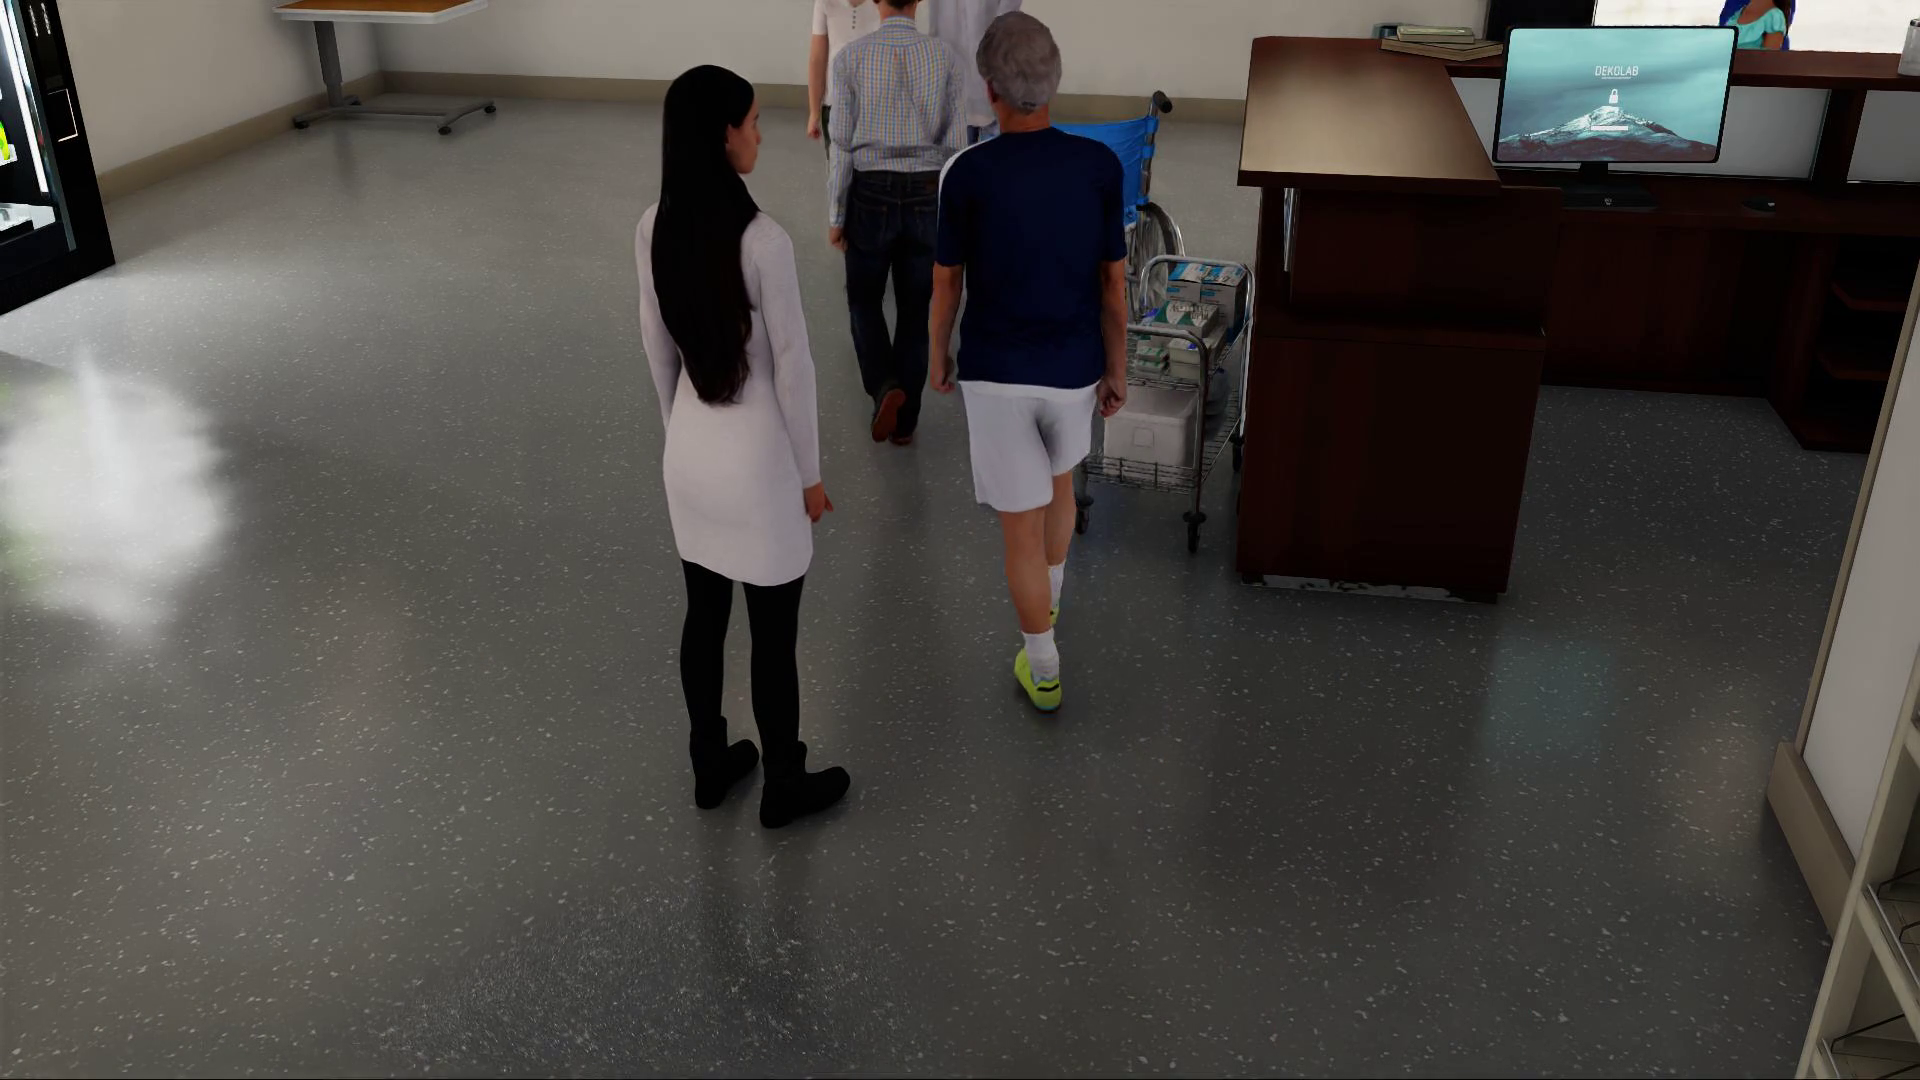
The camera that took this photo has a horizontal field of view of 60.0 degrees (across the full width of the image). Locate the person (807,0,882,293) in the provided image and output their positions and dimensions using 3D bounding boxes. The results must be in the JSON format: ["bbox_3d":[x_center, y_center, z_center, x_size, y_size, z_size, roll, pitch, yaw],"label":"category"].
[{"bbox_3d":[-0.489,-2.034,7.911,0.638,1.636,1.024,1,26,3],"label":"person"}]

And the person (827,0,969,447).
[{"bbox_3d":[-0.221,-1.154,5.894,0.788,1.803,0.948,-2,26,-4],"label":"person"}]

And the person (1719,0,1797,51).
[{"bbox_3d":[4.521,-2.960,9.630,0.936,1.810,0.842,-11,28,-22],"label":"person"}]

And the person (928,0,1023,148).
[{"bbox_3d":[0.042,-2.100,7.839,0.952,1.818,1.181,16,30,30],"label":"person"}]

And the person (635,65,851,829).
[{"bbox_3d":[-0.532,-0.159,3.825,0.680,1.808,0.662,16,30,30],"label":"person"}]

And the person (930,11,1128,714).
[{"bbox_3d":[0.207,-0.393,4.312,0.865,1.806,1.027,-6,26,-13],"label":"person"}]
